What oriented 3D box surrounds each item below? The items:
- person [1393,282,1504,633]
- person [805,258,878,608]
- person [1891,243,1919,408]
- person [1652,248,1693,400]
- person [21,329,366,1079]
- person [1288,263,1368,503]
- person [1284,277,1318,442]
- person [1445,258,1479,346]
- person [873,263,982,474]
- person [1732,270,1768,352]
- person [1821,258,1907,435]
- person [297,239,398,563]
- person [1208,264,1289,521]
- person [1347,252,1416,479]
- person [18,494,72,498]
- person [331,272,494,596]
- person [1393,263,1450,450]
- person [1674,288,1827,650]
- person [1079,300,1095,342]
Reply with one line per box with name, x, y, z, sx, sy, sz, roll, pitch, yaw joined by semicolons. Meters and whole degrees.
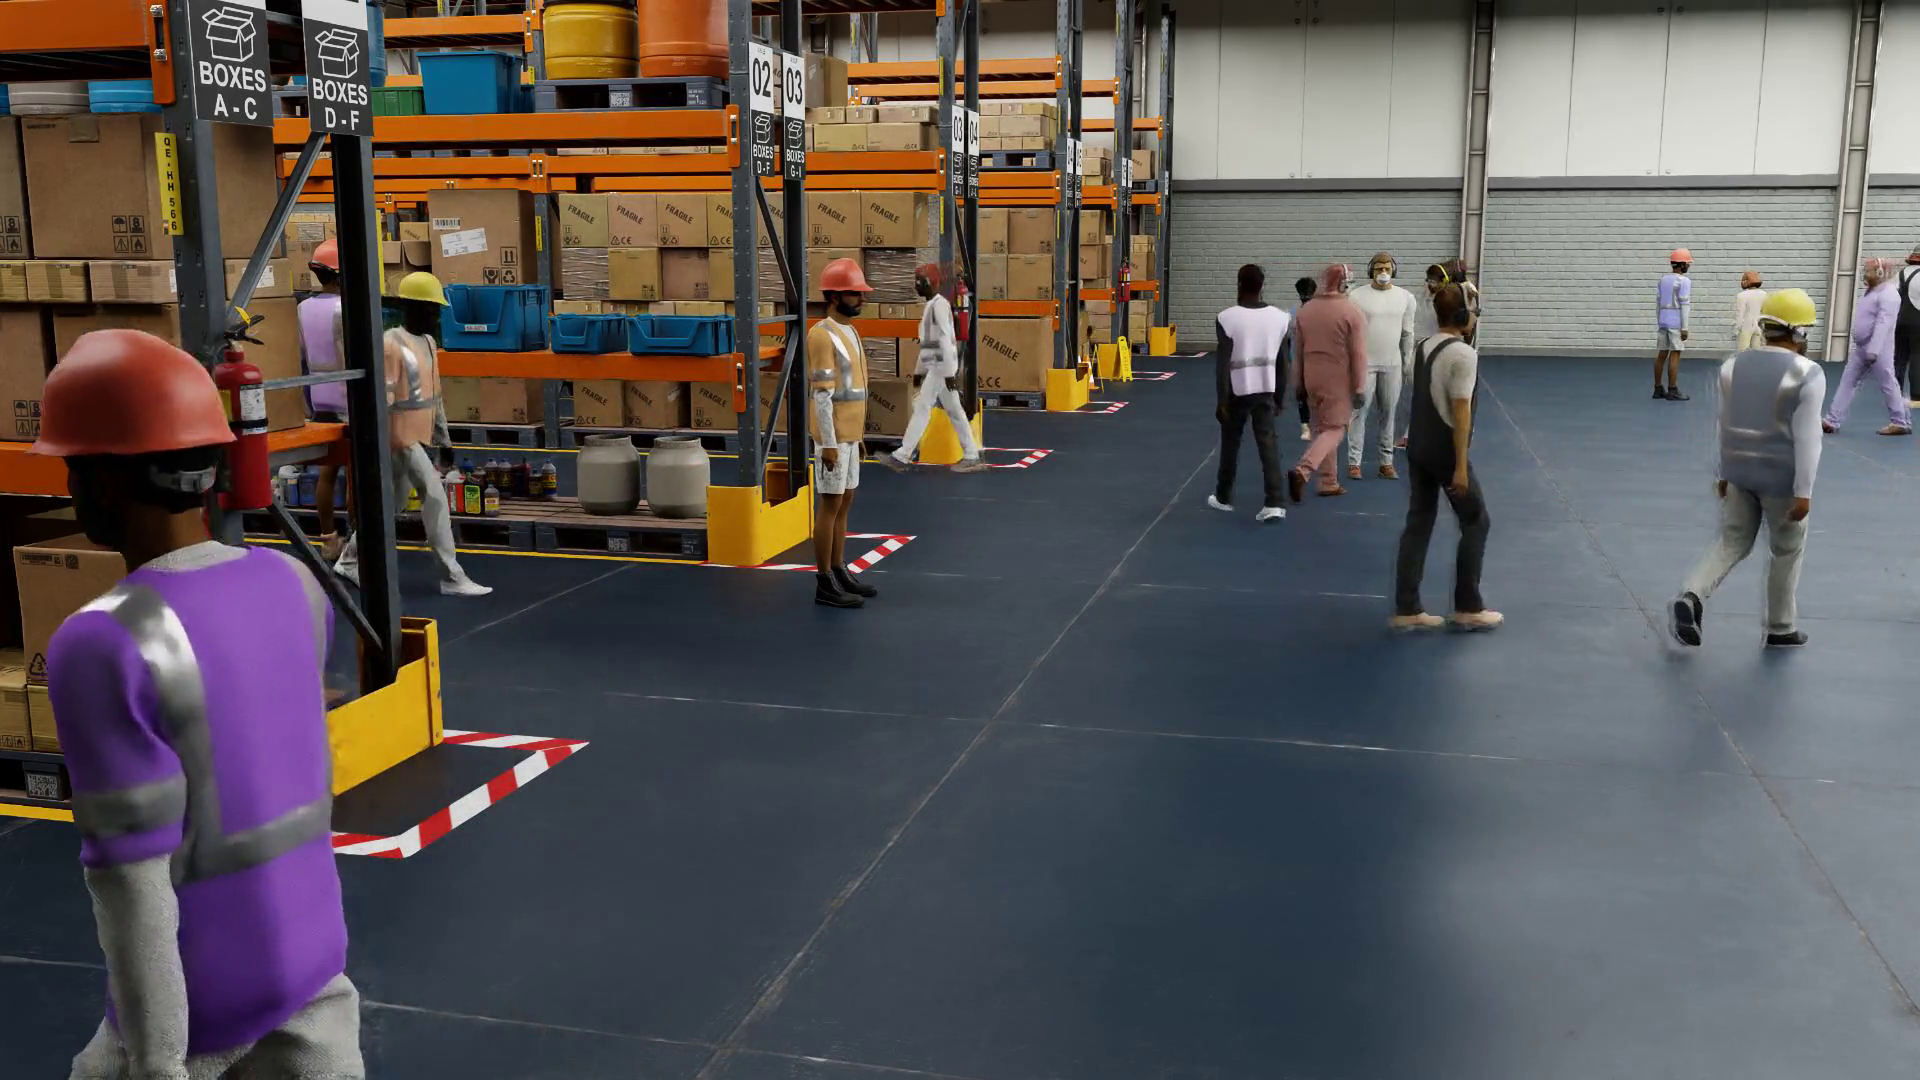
person;2.589;-0.416;8.647;0.739;1.818;0.554;-4;11;-19
person;-0.654;-0.598;9.335;0.360;1.939;0.543;3;11;14
person;11.752;-2.644;20.389;0.537;2.000;0.678;-2;10;-11
person;9.151;-2.759;21.307;0.377;1.938;0.547;-3;11;-14
person;-1.214;0.641;2.562;0.842;1.906;0.561;3;11;17
person;2.848;-1.216;12.977;0.843;1.881;0.653;-8;13;-36
person;3.581;-1.853;17.016;0.575;1.669;0.577;4;11;19
person;5.429;-2.165;18.294;0.429;1.839;0.634;-2;10;-9
person;-0.265;-1.491;14.568;1.000;1.830;0.609;-1;10;-6
person;10.703;-2.834;22.570;0.497;1.633;0.289;-4;11;-21
person;9.521;-2.018;17.430;0.989;1.851;0.669;1;10;3
person;-3.881;-0.854;10.464;0.605;2.044;0.375;5;11;26
person;2.143;-1.091;12.260;0.604;1.871;1.028;-3;11;-14
person;3.572;-1.482;14.234;0.631;1.940;0.372;0;10;-1
person;-5.051;-0.531;9.119;0.356;1.881;0.575;3;11;15
person;-3.233;-0.601;9.566;0.972;1.874;0.585;0;10;1
person;4.525;-1.737;15.967;0.876;1.819;0.593;-2;10;-11
person;3.921;-0.327;8.176;0.731;1.813;0.594;-5;12;-27
person;1.936;-3.749;26.769;0.549;1.944;0.633;1;10;7
